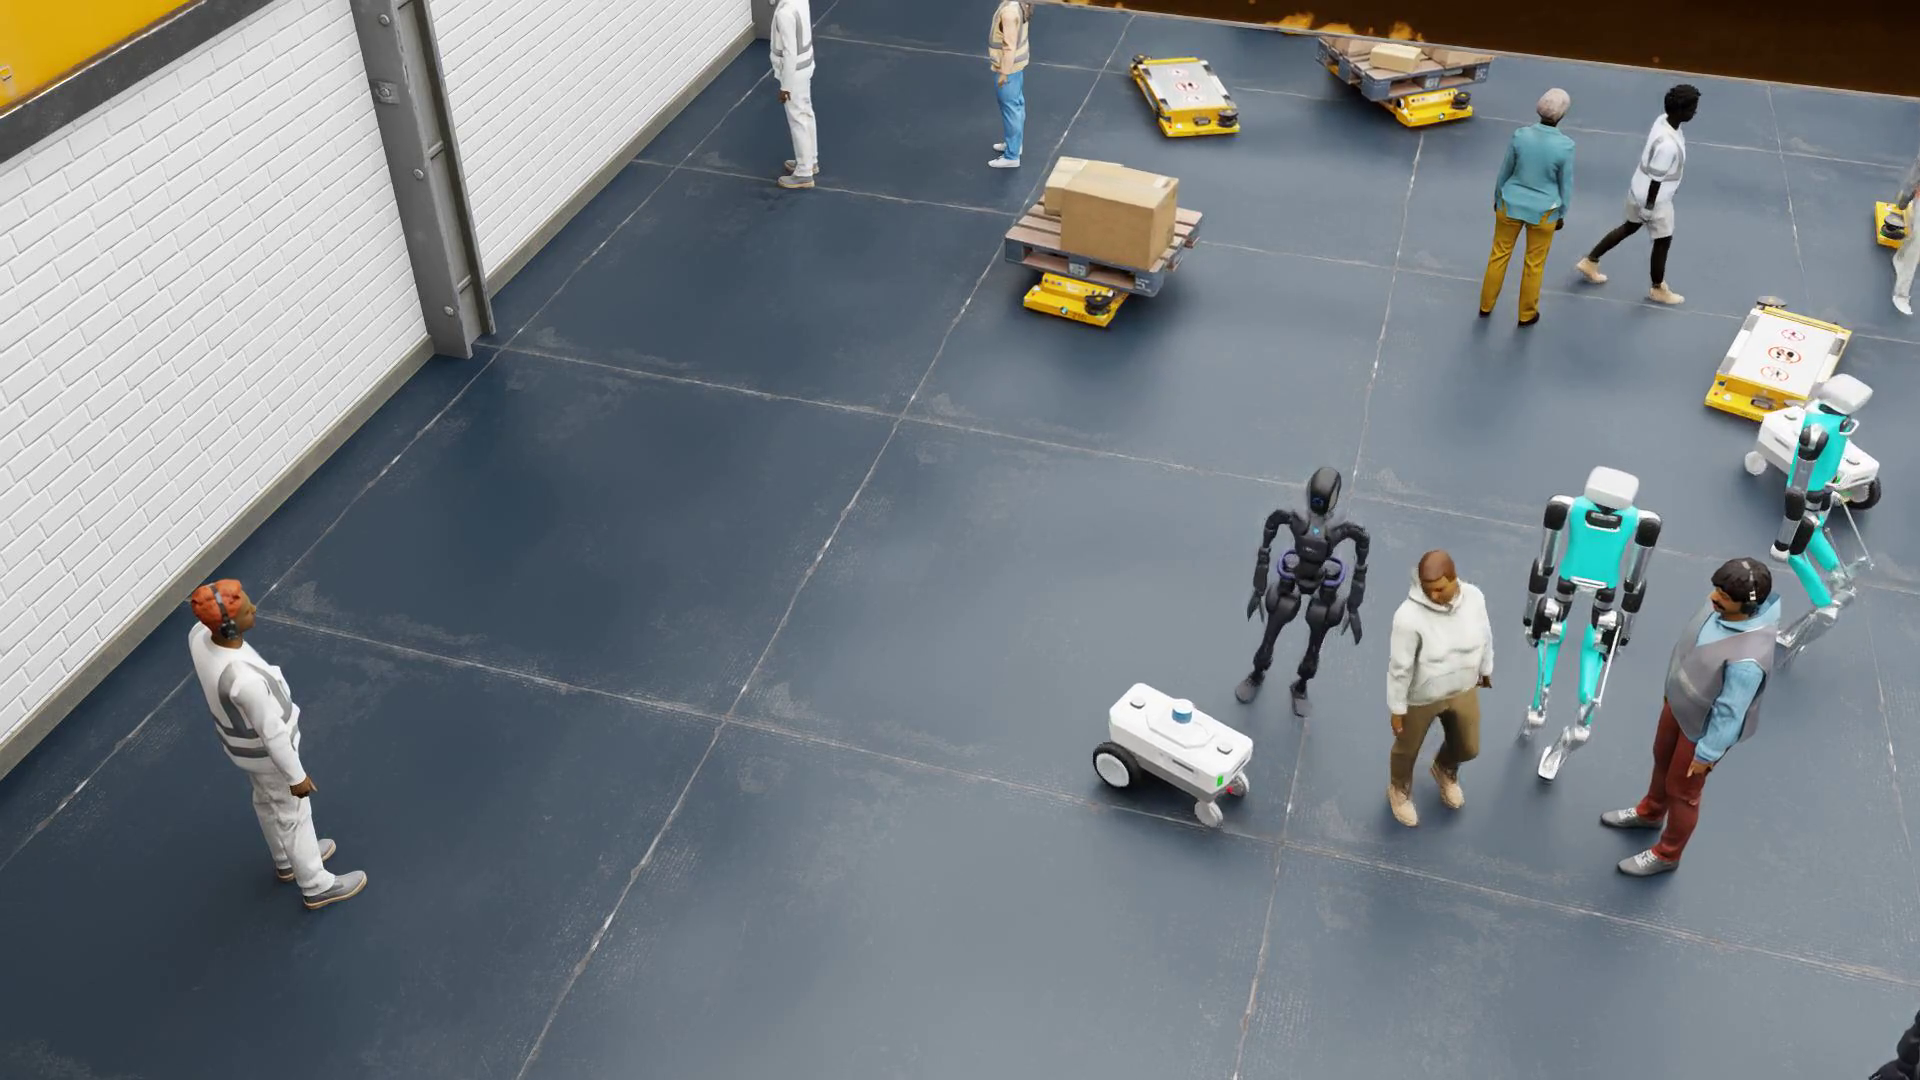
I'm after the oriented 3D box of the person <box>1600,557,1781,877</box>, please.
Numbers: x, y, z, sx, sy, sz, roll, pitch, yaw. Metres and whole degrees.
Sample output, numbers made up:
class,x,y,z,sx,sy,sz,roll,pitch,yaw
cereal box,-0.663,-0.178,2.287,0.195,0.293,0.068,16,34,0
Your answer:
class,x,y,z,sx,sy,sz,roll,pitch,yaw
person,3.438,0.825,7.703,0.422,1.869,0.546,2,39,2

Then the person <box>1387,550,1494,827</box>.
class,x,y,z,sx,sy,sz,roll,pitch,yaw
person,2.262,0.720,7.946,0.589,1.734,0.422,-8,40,-10

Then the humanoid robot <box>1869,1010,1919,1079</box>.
class,x,y,z,sx,sy,sz,roll,pitch,yaw
humanoid robot,3.884,2.009,6.421,0.585,1.631,0.778,8,40,10

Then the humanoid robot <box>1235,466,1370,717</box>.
class,x,y,z,sx,sy,sz,roll,pitch,yaw
humanoid robot,1.794,0.272,8.555,0.602,1.645,0.369,11,40,14

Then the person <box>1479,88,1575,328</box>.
class,x,y,z,sx,sy,sz,roll,pitch,yaw
person,4.010,-2.331,11.718,0.521,1.754,0.346,22,44,25

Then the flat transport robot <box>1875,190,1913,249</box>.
class,x,y,z,sx,sy,sz,roll,pitch,yaw
flat transport robot,7.957,-2.400,12.990,1.431,0.231,0.659,14,41,16

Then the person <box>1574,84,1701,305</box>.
class,x,y,z,sx,sy,sz,roll,pitch,yaw
person,4.997,-2.516,12.018,0.783,1.666,0.535,8,39,10

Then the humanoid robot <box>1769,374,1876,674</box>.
class,x,y,z,sx,sy,sz,roll,pitch,yaw
humanoid robot,4.656,0.001,8.867,0.706,1.827,0.541,28,47,31

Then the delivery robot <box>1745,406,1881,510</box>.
class,x,y,z,sx,sy,sz,roll,pitch,yaw
delivery robot,5.343,-0.489,10.391,0.499,0.602,0.801,-14,41,-17

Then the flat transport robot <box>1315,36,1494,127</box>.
class,x,y,z,sx,sy,sz,roll,pitch,yaw
flat transport robot,4.003,-4.183,15.208,0.659,0.231,1.431,-14,41,-16

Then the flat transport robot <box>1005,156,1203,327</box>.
class,x,y,z,sx,sy,sz,roll,pitch,yaw
flat transport robot,1.071,-2.091,12.605,0.659,0.231,1.431,17,42,20

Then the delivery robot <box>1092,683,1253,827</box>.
class,x,y,z,sx,sy,sz,roll,pitch,yaw
delivery robot,1.110,1.052,8.458,0.767,0.583,0.499,26,46,29

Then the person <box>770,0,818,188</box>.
class,x,y,z,sx,sy,sz,roll,pitch,yaw
person,-1.347,-3.760,13.394,0.350,1.881,0.575,6,39,7

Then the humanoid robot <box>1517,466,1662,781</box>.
class,x,y,z,sx,sy,sz,roll,pitch,yaw
humanoid robot,3.010,0.529,8.198,0.553,1.792,0.851,14,41,16

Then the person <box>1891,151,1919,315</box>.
class,x,y,z,sx,sy,sz,roll,pitch,yaw
person,7.103,-2.502,12.071,0.526,1.612,0.740,-1,39,-1

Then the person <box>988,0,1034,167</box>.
class,x,y,z,sx,sy,sz,roll,pitch,yaw
person,0.415,-3.929,13.726,0.369,1.728,0.497,6,39,8

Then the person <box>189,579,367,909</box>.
class,x,y,z,sx,sy,sz,roll,pitch,yaw
person,-3.144,0.933,7.559,0.342,1.877,0.585,-31,48,-33

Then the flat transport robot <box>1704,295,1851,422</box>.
class,x,y,z,sx,sy,sz,roll,pitch,yaw
flat transport robot,5.696,-1.231,11.535,0.659,0.231,1.431,23,44,25

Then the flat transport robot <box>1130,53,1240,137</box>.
class,x,y,z,sx,sy,sz,roll,pitch,yaw
flat transport robot,2.018,-4.032,15.019,0.659,0.231,1.431,-5,39,-7
